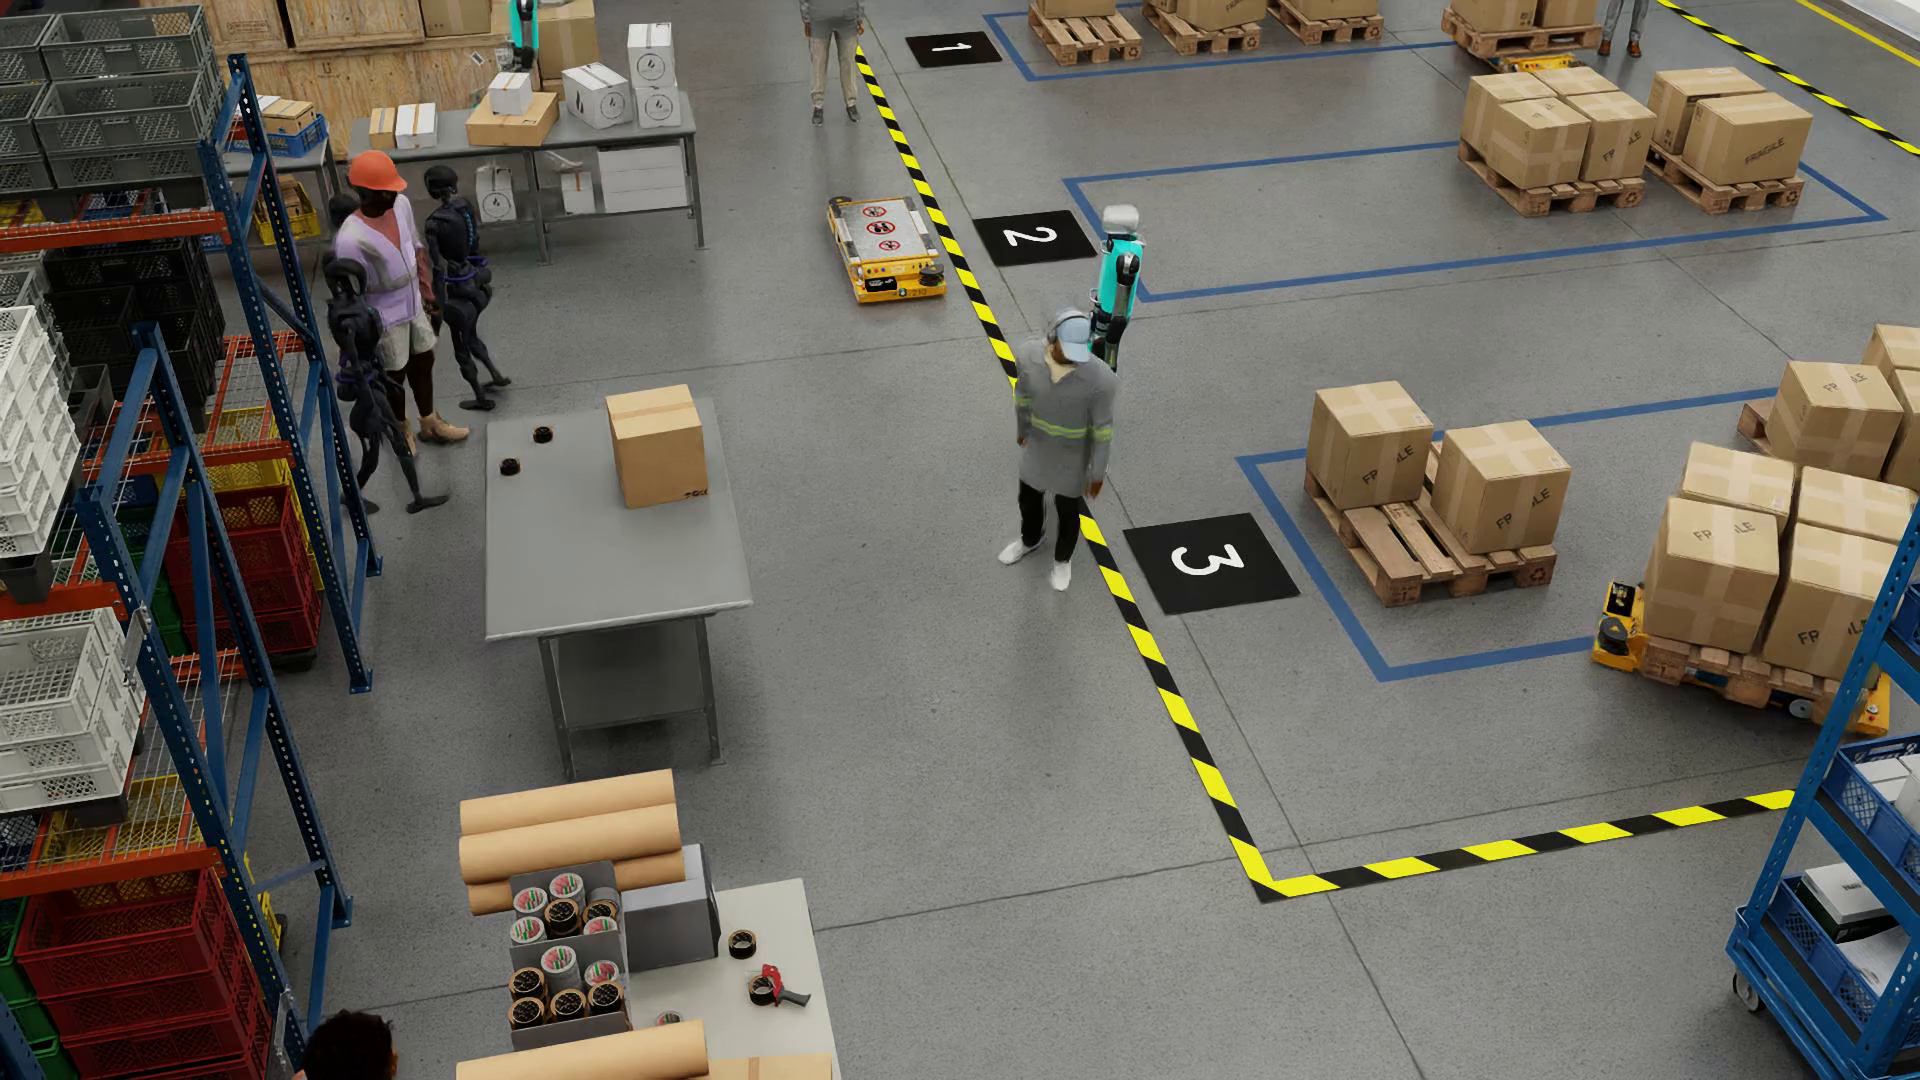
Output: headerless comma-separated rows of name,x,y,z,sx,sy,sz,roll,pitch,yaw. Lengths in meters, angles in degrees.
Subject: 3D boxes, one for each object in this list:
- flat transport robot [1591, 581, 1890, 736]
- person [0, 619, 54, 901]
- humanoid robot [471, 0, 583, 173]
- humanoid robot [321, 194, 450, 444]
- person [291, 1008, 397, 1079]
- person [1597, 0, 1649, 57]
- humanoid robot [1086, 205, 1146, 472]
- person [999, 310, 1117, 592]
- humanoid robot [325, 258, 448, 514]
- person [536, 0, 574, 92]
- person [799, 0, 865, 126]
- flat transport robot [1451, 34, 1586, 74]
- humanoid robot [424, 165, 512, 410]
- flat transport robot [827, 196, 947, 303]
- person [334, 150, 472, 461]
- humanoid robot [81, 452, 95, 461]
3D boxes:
flat transport robot,4.130,0.568,8.767,1.431,0.197,0.652,15,39,20
person,-4.200,0.820,7.145,0.622,1.835,0.431,-22,42,-27
humanoid robot,-3.655,-3.663,13.286,1.043,1.752,0.555,-10,38,-13
humanoid robot,-3.580,-1.338,10.190,0.698,1.623,0.598,22,42,26
person,-1.767,2.162,5.232,0.611,1.960,0.362,24,43,29
person,6.392,-5.479,15.565,0.588,1.884,0.357,6,37,9
humanoid robot,0.682,-1.171,9.787,0.735,1.675,0.533,-1,37,-1
person,0.530,-0.472,8.894,0.618,1.811,0.488,19,41,23
humanoid robot,-3.411,-0.848,9.548,0.640,1.628,0.589,-7,37,-9
person,-3.458,-4.536,14.256,0.411,1.939,0.606,22,42,27
person,-1.094,-4.467,14.300,0.562,1.768,0.397,-7,37,-9
flat transport robot,5.286,-4.634,15.759,0.652,0.197,1.431,-8,37,-10
humanoid robot,-3.145,-1.563,10.474,0.314,1.654,0.611,9,38,11
flat transport robot,-0.570,-2.220,12.538,0.659,0.231,1.431,-8,37,-10
person,-3.361,-1.370,9.937,0.452,2.026,0.642,12,38,15
humanoid robot,-5.587,-0.952,9.688,0.727,1.636,0.609,-23,43,-28
